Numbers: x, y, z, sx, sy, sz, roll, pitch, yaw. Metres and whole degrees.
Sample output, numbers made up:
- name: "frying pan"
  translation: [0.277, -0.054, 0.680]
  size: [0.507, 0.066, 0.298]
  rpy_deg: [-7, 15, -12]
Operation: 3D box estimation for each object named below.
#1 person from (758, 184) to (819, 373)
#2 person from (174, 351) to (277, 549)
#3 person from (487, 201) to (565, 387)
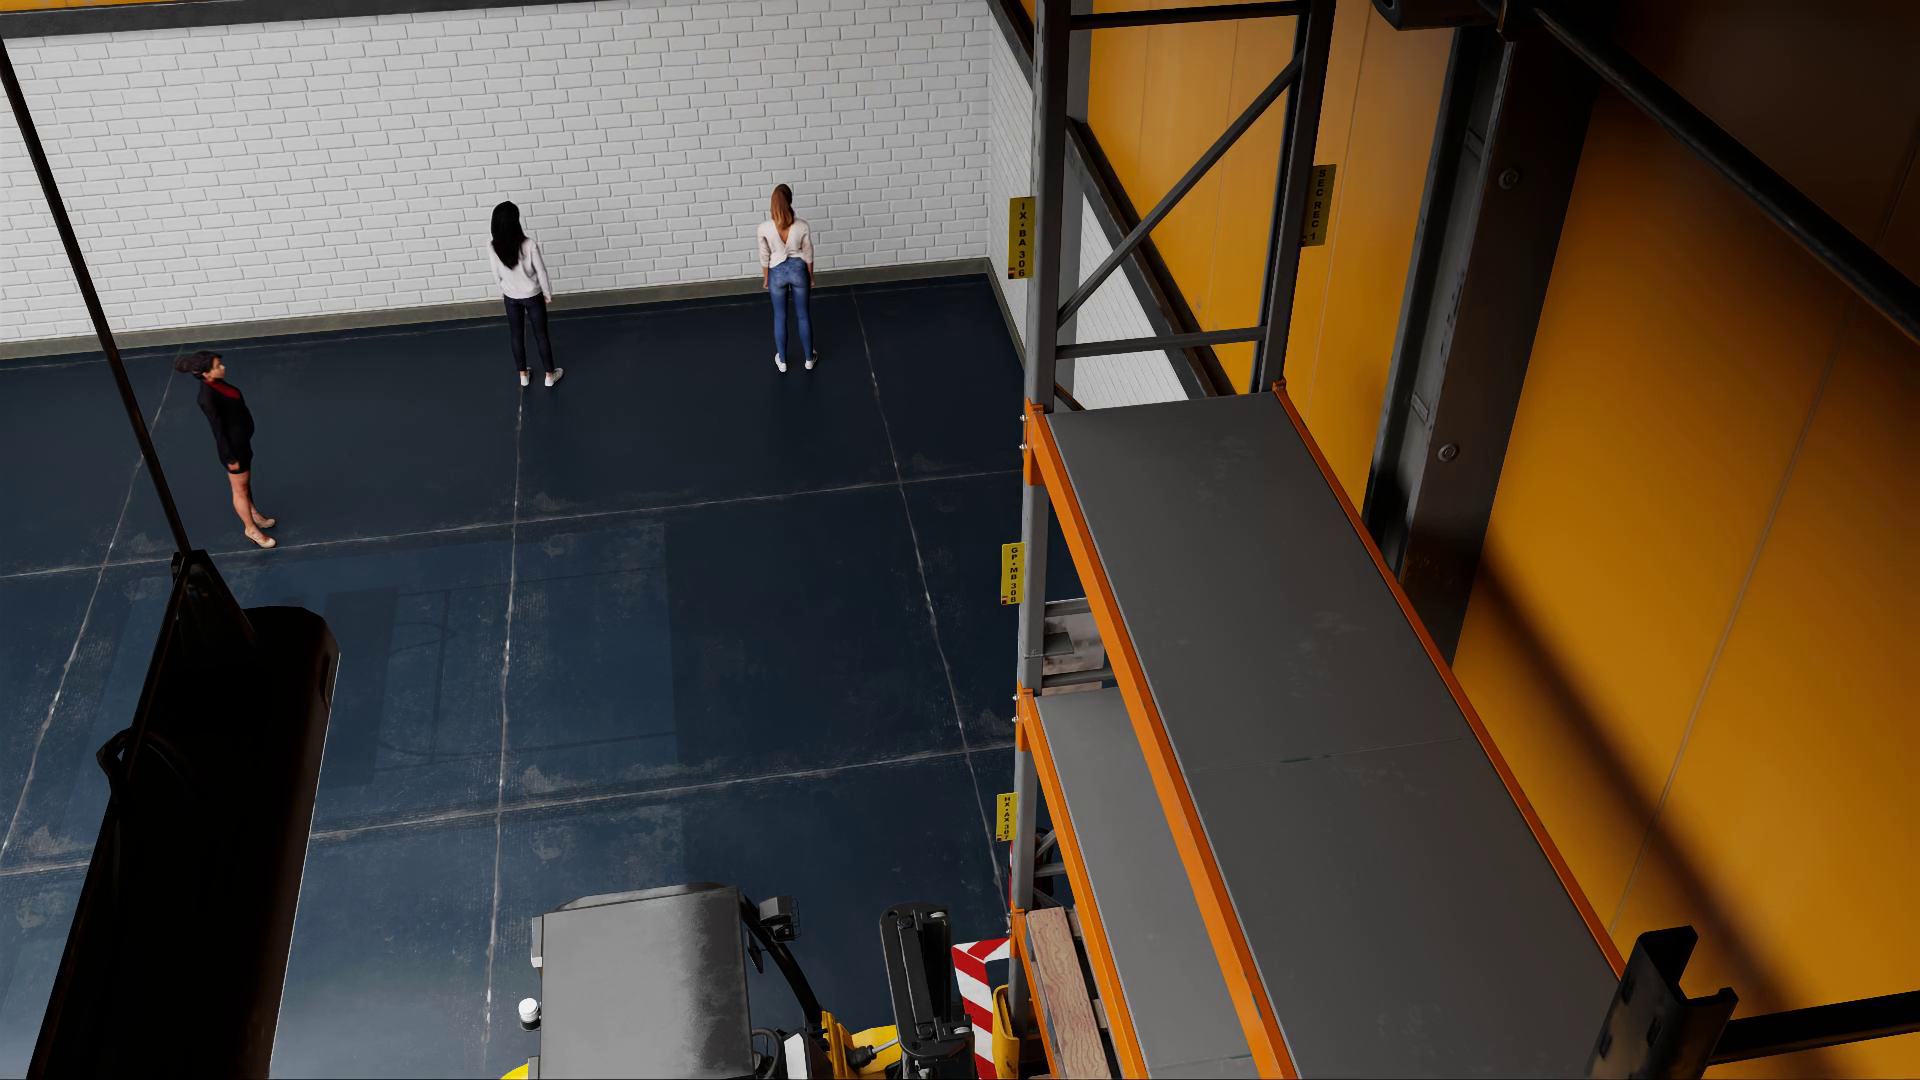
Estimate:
- name: "person"
  translation: [-1.443, -2.205, 14.021]
  size: [0.613, 1.720, 0.540]
  rpy_deg: [-4, 39, -5]
- name: "person"
  translation: [-5.312, -0.674, 12.168]
  size: [0.653, 1.639, 0.582]
  rpy_deg: [-10, 40, -13]
- name: "person"
  translation: [-3.640, -2.043, 13.834]
  size: [0.672, 1.701, 0.643]
  rpy_deg: [3, 39, 4]
